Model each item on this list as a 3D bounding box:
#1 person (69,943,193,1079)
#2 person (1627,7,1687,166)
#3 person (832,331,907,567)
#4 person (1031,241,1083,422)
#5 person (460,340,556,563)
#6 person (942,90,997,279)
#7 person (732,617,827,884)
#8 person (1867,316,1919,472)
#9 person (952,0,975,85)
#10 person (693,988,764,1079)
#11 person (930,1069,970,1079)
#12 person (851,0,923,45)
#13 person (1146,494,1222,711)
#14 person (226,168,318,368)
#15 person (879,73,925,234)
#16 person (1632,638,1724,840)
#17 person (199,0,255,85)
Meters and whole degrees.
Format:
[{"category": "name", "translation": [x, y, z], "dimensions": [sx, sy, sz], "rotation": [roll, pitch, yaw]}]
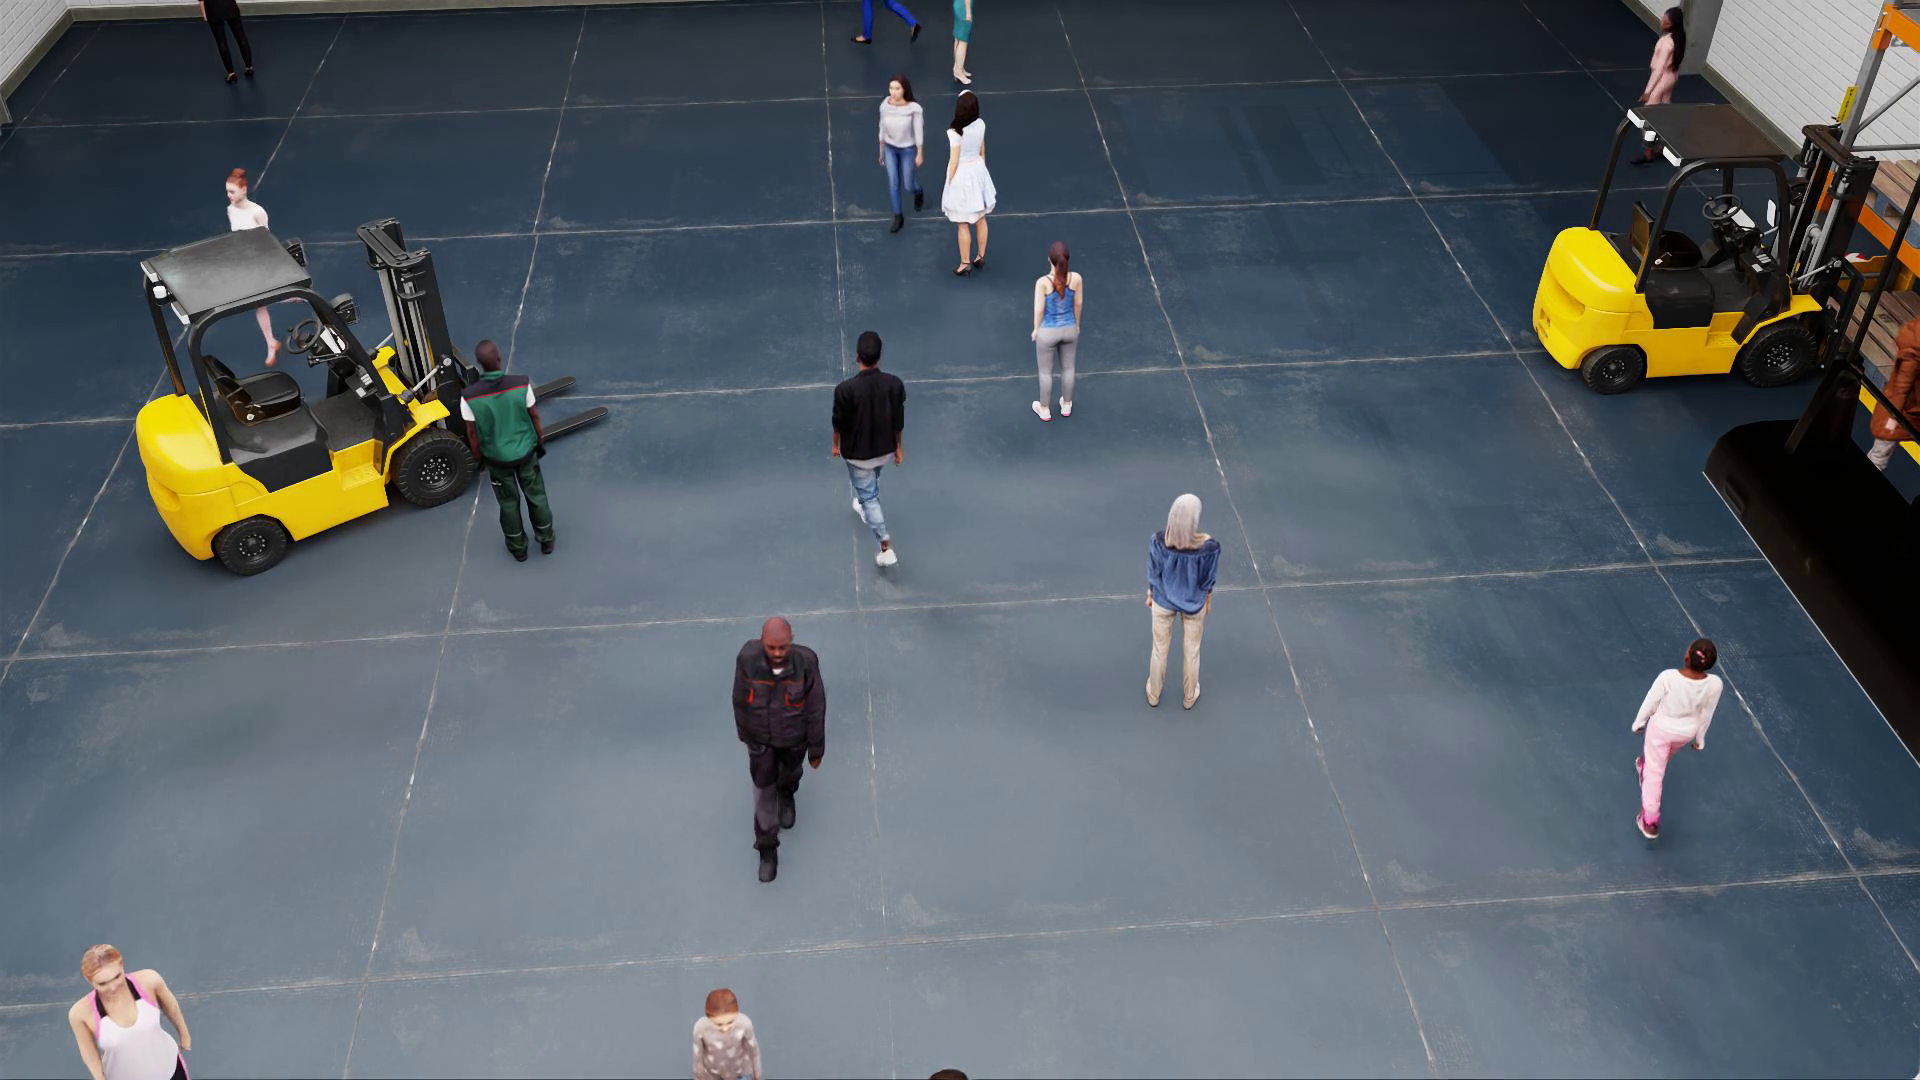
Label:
[{"category": "person", "translation": [-4.026, 2.544, 8.170], "dimensions": [0.965, 1.751, 1.228], "rotation": [-21, 43, -24]}, {"category": "person", "translation": [7.360, -4.740, 17.332], "dimensions": [0.804, 1.699, 0.883], "rotation": [-30, 47, -32]}, {"category": "person", "translation": [-0.632, -0.622, 12.117], "dimensions": [0.991, 1.773, 1.281], "rotation": [-18, 42, -21]}, {"category": "person", "translation": [0.792, -1.712, 13.613], "dimensions": [0.599, 1.610, 0.588], "rotation": [-9, 40, -12]}, {"category": "person", "translation": [-3.268, -0.640, 12.086], "dimensions": [0.757, 1.839, 0.719], "rotation": [-15, 41, -18]}, {"category": "person", "translation": [0.077, -3.291, 15.423], "dimensions": [0.844, 1.818, 0.887], "rotation": [-24, 45, -27]}, {"category": "person", "translation": [-1.079, 1.060, 9.996], "dimensions": [0.689, 1.793, 1.079], "rotation": [-2, 39, -3]}, {"category": "person", "translation": [7.061, -0.971, 12.501], "dimensions": [0.902, 1.838, 0.840], "rotation": [26, 45, 29]}, {"category": "person", "translation": [0.039, -6.063, 19.000], "dimensions": [0.589, 1.685, 0.422], "rotation": [-4, 39, -5]}, {"category": "person", "translation": [-1.190, 2.648, 8.491], "dimensions": [0.497, 1.188, 0.588], "rotation": [-3, 39, -4]}, {"category": "person", "translation": [-0.040, 2.962, 7.879], "dimensions": [0.640, 1.461, 0.494], "rotation": [-13, 40, -15]}, {"category": "person", "translation": [-0.876, -6.666, 19.769], "dimensions": [0.937, 1.669, 1.136], "rotation": [10, 40, 12]}, {"category": "person", "translation": [1.433, 0.410, 10.884], "dimensions": [0.664, 1.698, 0.634], "rotation": [5, 39, 6]}, {"category": "person", "translation": [-5.921, -2.379, 14.322], "dimensions": [0.843, 1.767, 1.111], "rotation": [12, 40, 14]}, {"category": "person", "translation": [-0.551, -3.809, 16.231], "dimensions": [0.795, 1.618, 0.890], "rotation": [15, 41, 18]}, {"category": "person", "translation": [4.346, 1.192, 10.131], "dimensions": [0.703, 1.415, 1.017], "rotation": [5, 39, 7]}, {"category": "person", "translation": [-8.437, -6.058, 19.015], "dimensions": [0.678, 1.658, 0.713], "rotation": [-29, 47, -31]}]
